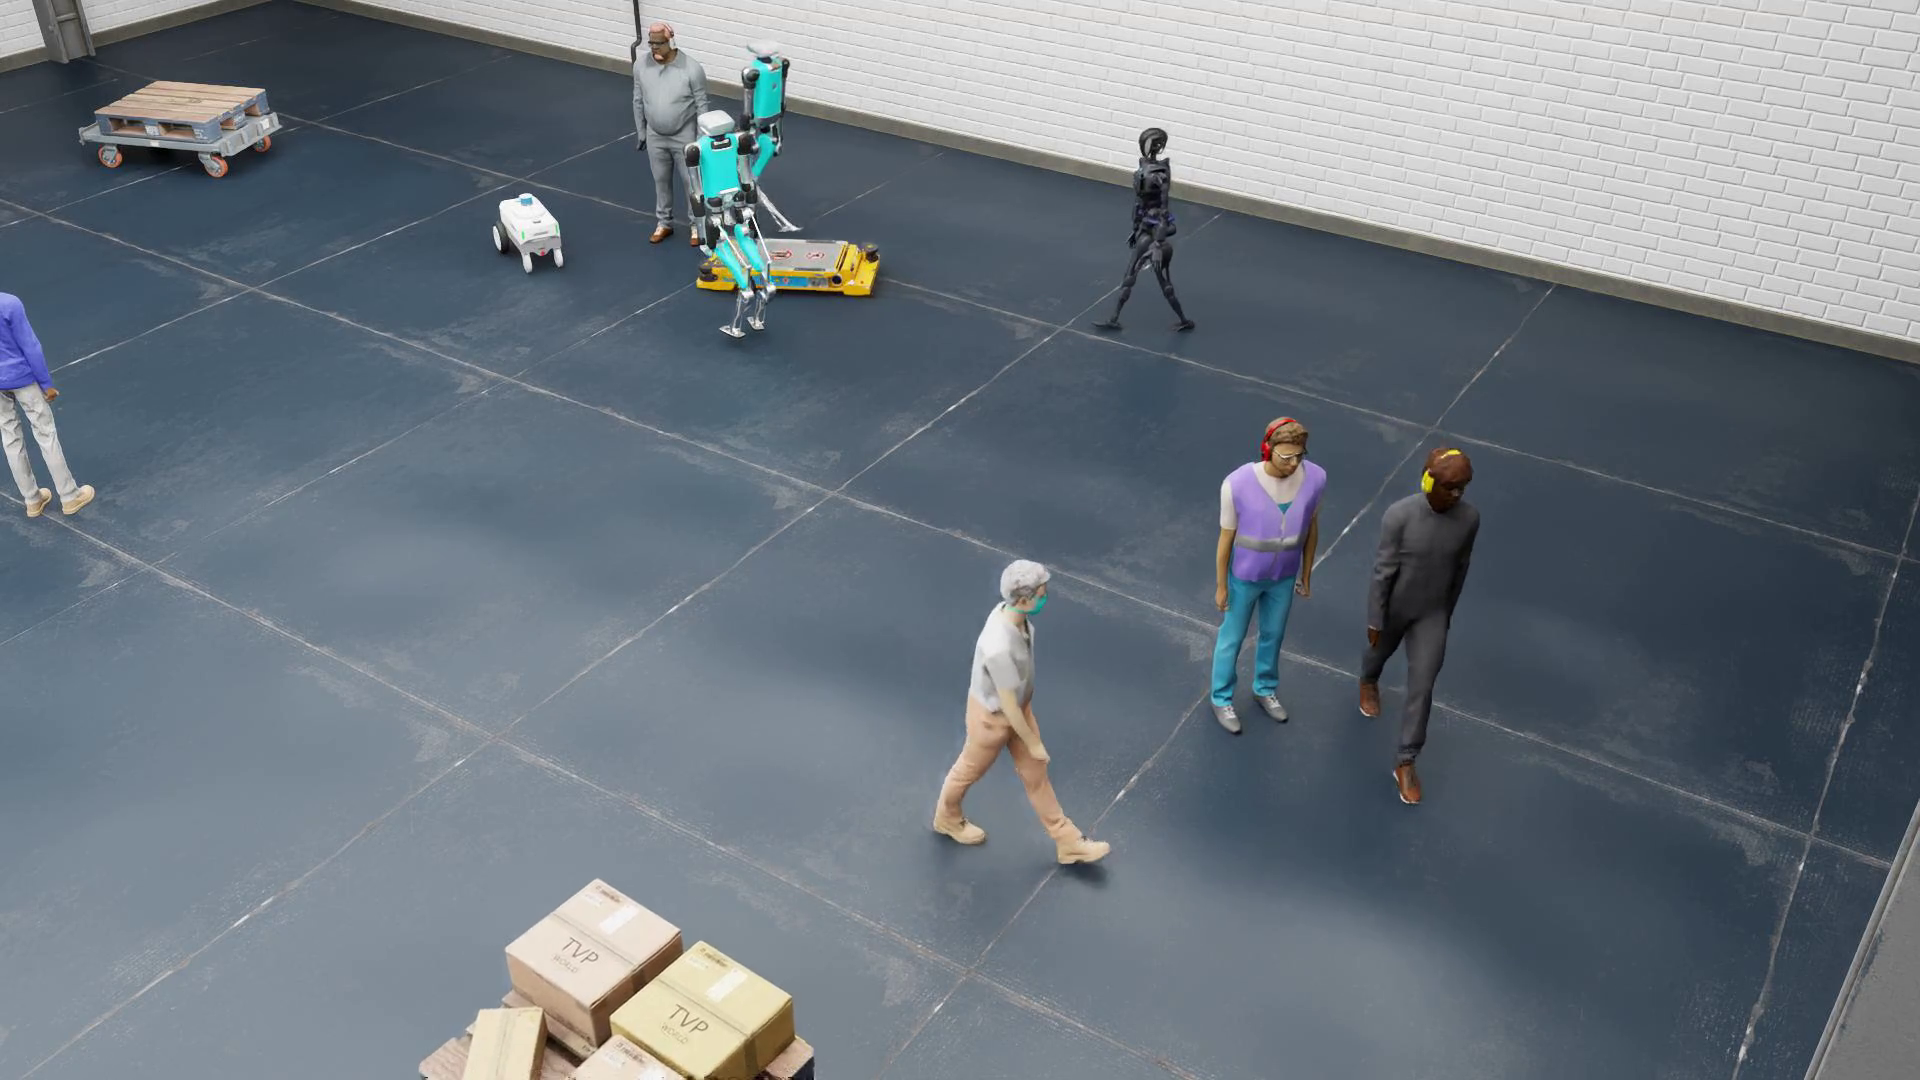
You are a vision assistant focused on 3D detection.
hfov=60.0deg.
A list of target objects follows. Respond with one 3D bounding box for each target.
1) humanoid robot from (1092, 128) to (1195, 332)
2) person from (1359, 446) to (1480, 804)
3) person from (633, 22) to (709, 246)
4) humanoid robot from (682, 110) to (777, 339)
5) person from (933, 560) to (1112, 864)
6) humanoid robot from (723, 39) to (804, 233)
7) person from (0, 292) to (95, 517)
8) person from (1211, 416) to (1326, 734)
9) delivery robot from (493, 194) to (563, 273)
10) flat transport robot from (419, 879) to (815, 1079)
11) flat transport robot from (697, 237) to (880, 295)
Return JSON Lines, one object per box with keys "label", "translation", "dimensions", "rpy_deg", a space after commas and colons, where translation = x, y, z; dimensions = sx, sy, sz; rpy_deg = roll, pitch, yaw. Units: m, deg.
{"label": "humanoid robot", "translation": [1.445, -2.314, 12.602], "dimensions": [0.790, 1.624, 0.601], "rpy_deg": [-9, 34, -14]}
{"label": "person", "translation": [2.270, 0.309, 8.333], "dimensions": [0.506, 1.826, 0.985], "rpy_deg": [0, 33, 0]}
{"label": "person", "translation": [-2.441, -3.419, 14.063], "dimensions": [0.645, 1.906, 0.404], "rpy_deg": [7, 33, 10]}
{"label": "humanoid robot", "translation": [-1.634, -2.277, 12.315], "dimensions": [0.533, 1.681, 0.735], "rpy_deg": [-20, 38, -28]}
{"label": "person", "translation": [0.260, 0.820, 7.667], "dimensions": [0.937, 1.681, 0.453], "rpy_deg": [12, 35, 19]}
{"label": "humanoid robot", "translation": [-1.854, -3.470, 14.343], "dimensions": [1.055, 1.755, 0.548], "rpy_deg": [20, 38, 28]}
{"label": "person", "translation": [-5.878, -0.997, 10.328], "dimensions": [0.460, 1.873, 0.343], "rpy_deg": [-2, 33, -4]}
{"label": "person", "translation": [1.557, 0.164, 8.558], "dimensions": [0.557, 1.836, 0.390], "rpy_deg": [-9, 34, -13]}
{"label": "delivery robot", "translation": [-3.641, -2.642, 14.091], "dimensions": [0.499, 0.581, 0.774], "rpy_deg": [-16, 36, -23]}
{"label": "flat transport robot", "translation": [-1.340, 2.301, 6.676], "dimensions": [0.659, 0.231, 1.431], "rpy_deg": [22, 39, 30]}
{"label": "flat transport robot", "translation": [-1.412, -2.264, 13.779], "dimensions": [1.431, 0.231, 0.659], "rpy_deg": [3, 33, 4]}
